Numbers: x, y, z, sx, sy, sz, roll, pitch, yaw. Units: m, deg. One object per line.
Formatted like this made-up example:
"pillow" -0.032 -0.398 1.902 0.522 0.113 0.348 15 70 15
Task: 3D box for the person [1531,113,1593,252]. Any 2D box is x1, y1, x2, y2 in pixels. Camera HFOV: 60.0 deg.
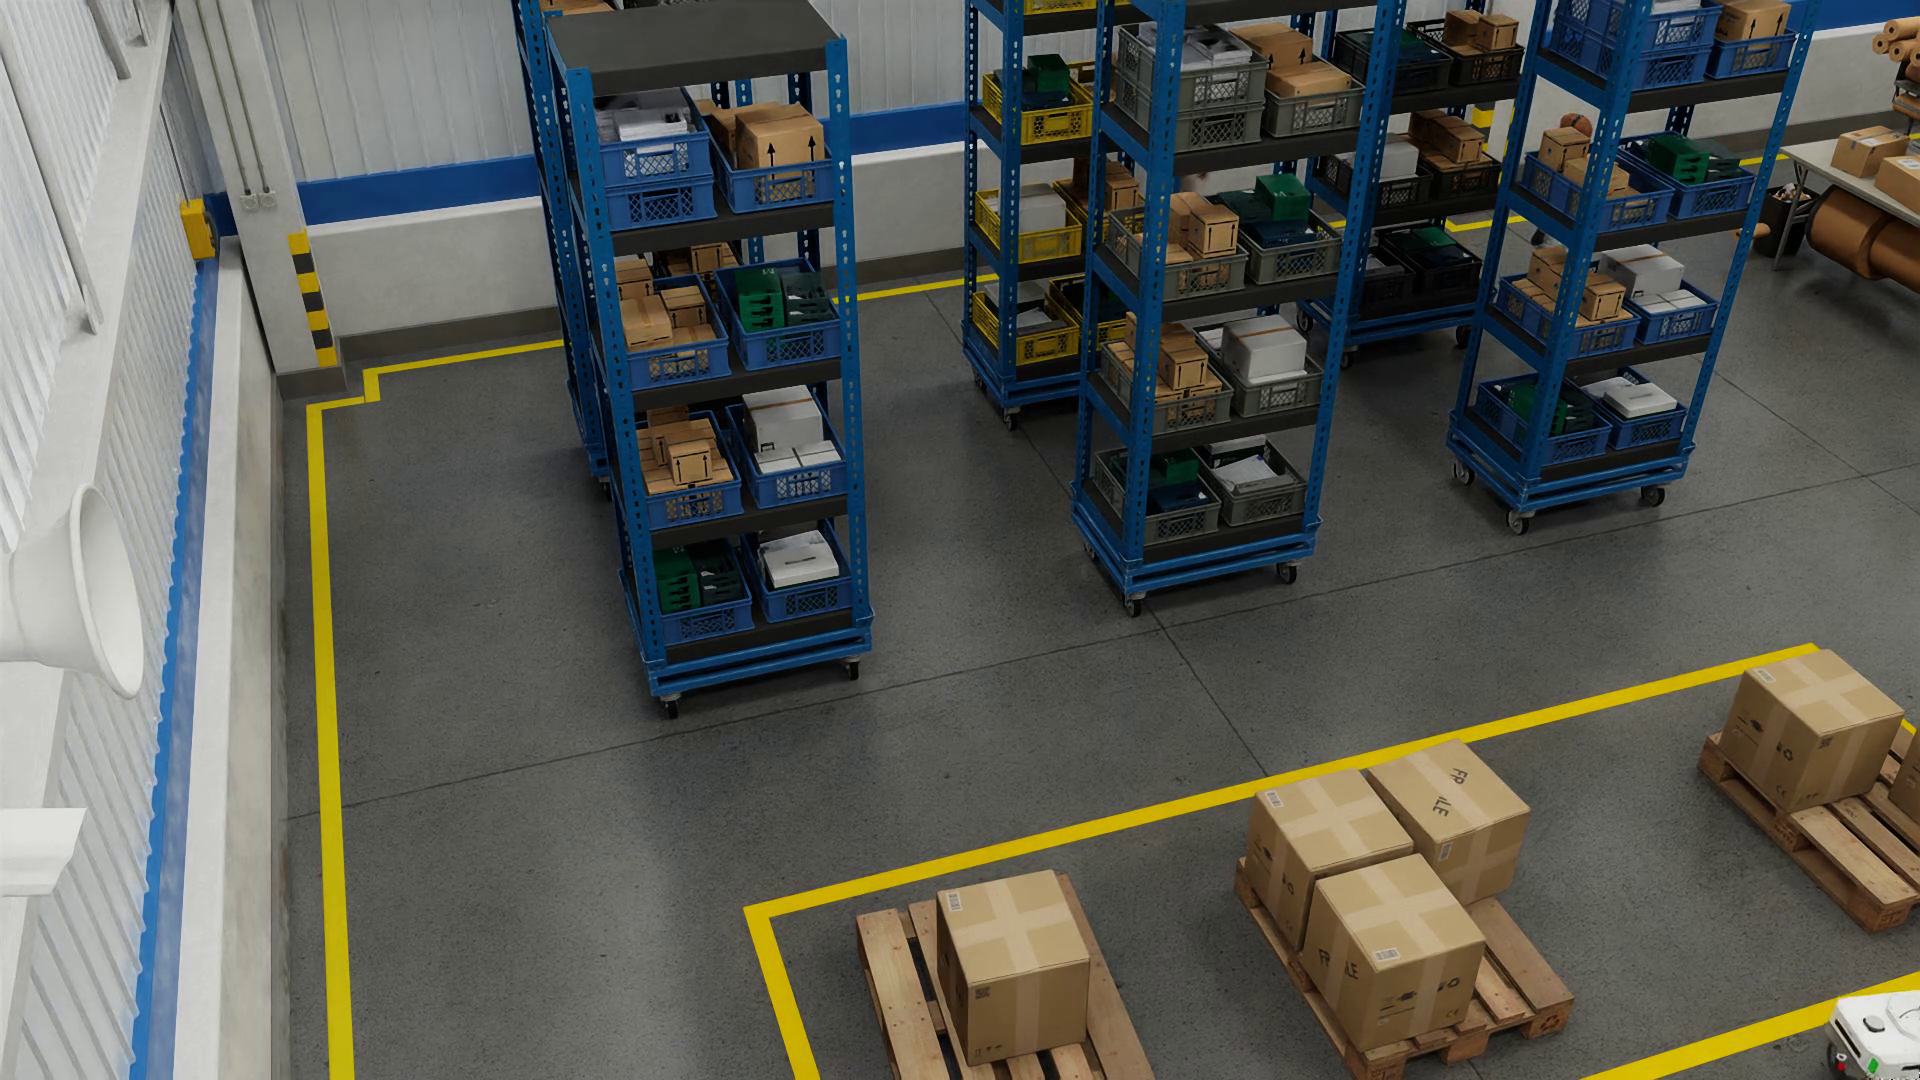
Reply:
"person" 4.351 -2.309 12.124 0.308 1.641 0.511 27 43 33

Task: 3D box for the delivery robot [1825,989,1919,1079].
"delivery robot" 3.961 2.031 6.829 0.707 0.478 0.477 -4 35 -6

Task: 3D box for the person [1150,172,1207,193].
"person" 1.656 -2.849 12.587 0.623 1.992 0.396 -27 43 -33
